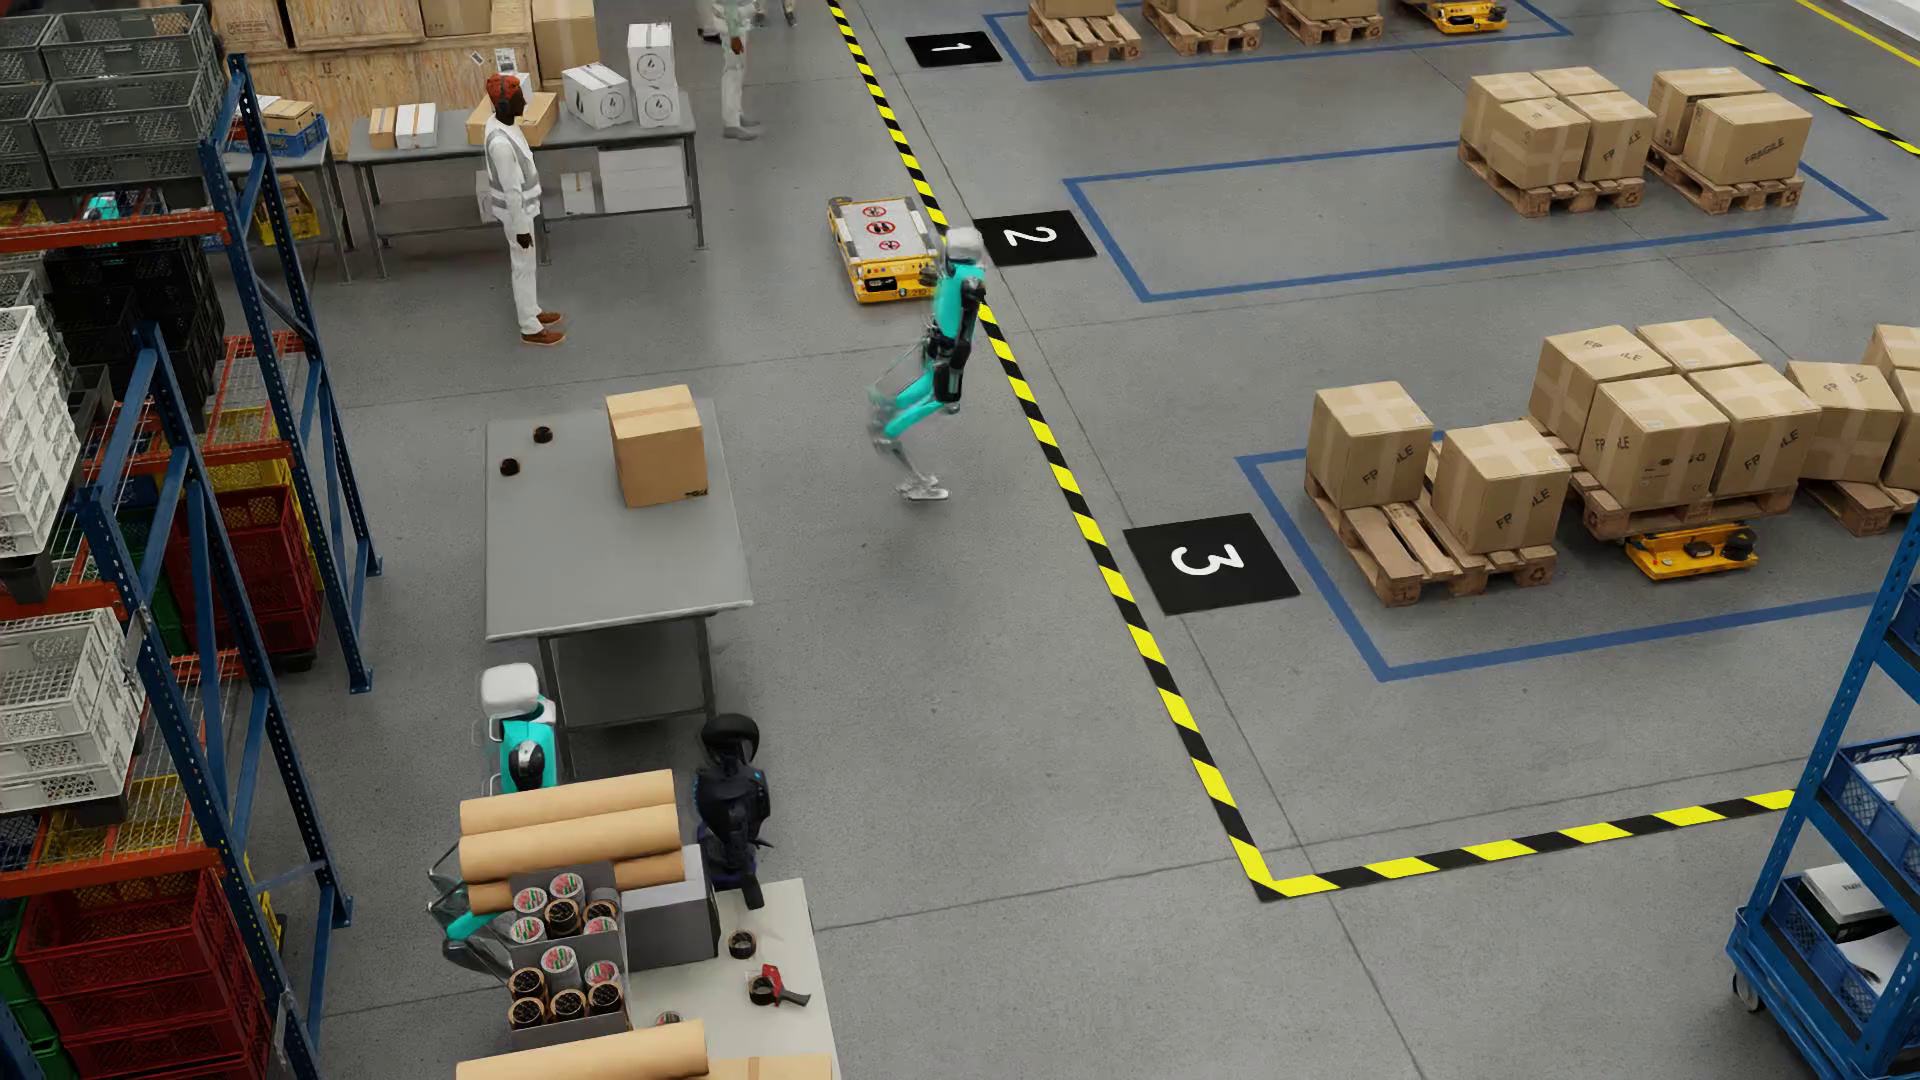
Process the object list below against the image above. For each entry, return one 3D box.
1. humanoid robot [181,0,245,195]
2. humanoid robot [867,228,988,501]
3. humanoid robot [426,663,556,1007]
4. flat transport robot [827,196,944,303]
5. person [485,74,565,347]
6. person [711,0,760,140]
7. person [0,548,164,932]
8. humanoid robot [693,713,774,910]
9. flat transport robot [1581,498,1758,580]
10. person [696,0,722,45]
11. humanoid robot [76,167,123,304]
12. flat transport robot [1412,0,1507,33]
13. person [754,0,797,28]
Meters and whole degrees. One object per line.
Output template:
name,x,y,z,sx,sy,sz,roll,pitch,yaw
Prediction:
humanoid robot,-5.772,-3.423,12.963,0.315,1.655,0.599,-8,37,-10
humanoid robot,-0.245,-0.960,9.553,0.803,1.691,0.531,-8,37,-10
humanoid robot,-1.880,1.215,6.582,0.735,1.673,0.533,-8,37,-10
flat transport robot,-0.570,-2.220,12.538,0.659,0.231,1.431,-8,37,-10
person,-2.957,-2.207,11.165,0.338,1.883,0.582,-8,37,-10
person,-1.882,-4.356,14.023,0.434,1.932,0.628,-3,37,-3
person,-3.726,0.821,6.966,0.388,2.040,0.613,-8,37,-10
humanoid robot,-0.871,1.322,6.586,0.315,1.655,0.599,-8,37,-10
flat transport robot,4.062,-0.294,9.926,0.652,0.197,1.431,-8,37,-10
person,-2.406,-5.677,15.892,0.404,1.821,0.616,-12,38,-15
humanoid robot,-5.387,-1.484,10.205,0.735,1.677,0.533,-8,37,-10
flat transport robot,4.950,-5.522,16.952,0.652,0.197,1.431,-8,37,-10
person,-1.846,-5.914,16.244,0.572,1.767,0.403,-8,37,-10
